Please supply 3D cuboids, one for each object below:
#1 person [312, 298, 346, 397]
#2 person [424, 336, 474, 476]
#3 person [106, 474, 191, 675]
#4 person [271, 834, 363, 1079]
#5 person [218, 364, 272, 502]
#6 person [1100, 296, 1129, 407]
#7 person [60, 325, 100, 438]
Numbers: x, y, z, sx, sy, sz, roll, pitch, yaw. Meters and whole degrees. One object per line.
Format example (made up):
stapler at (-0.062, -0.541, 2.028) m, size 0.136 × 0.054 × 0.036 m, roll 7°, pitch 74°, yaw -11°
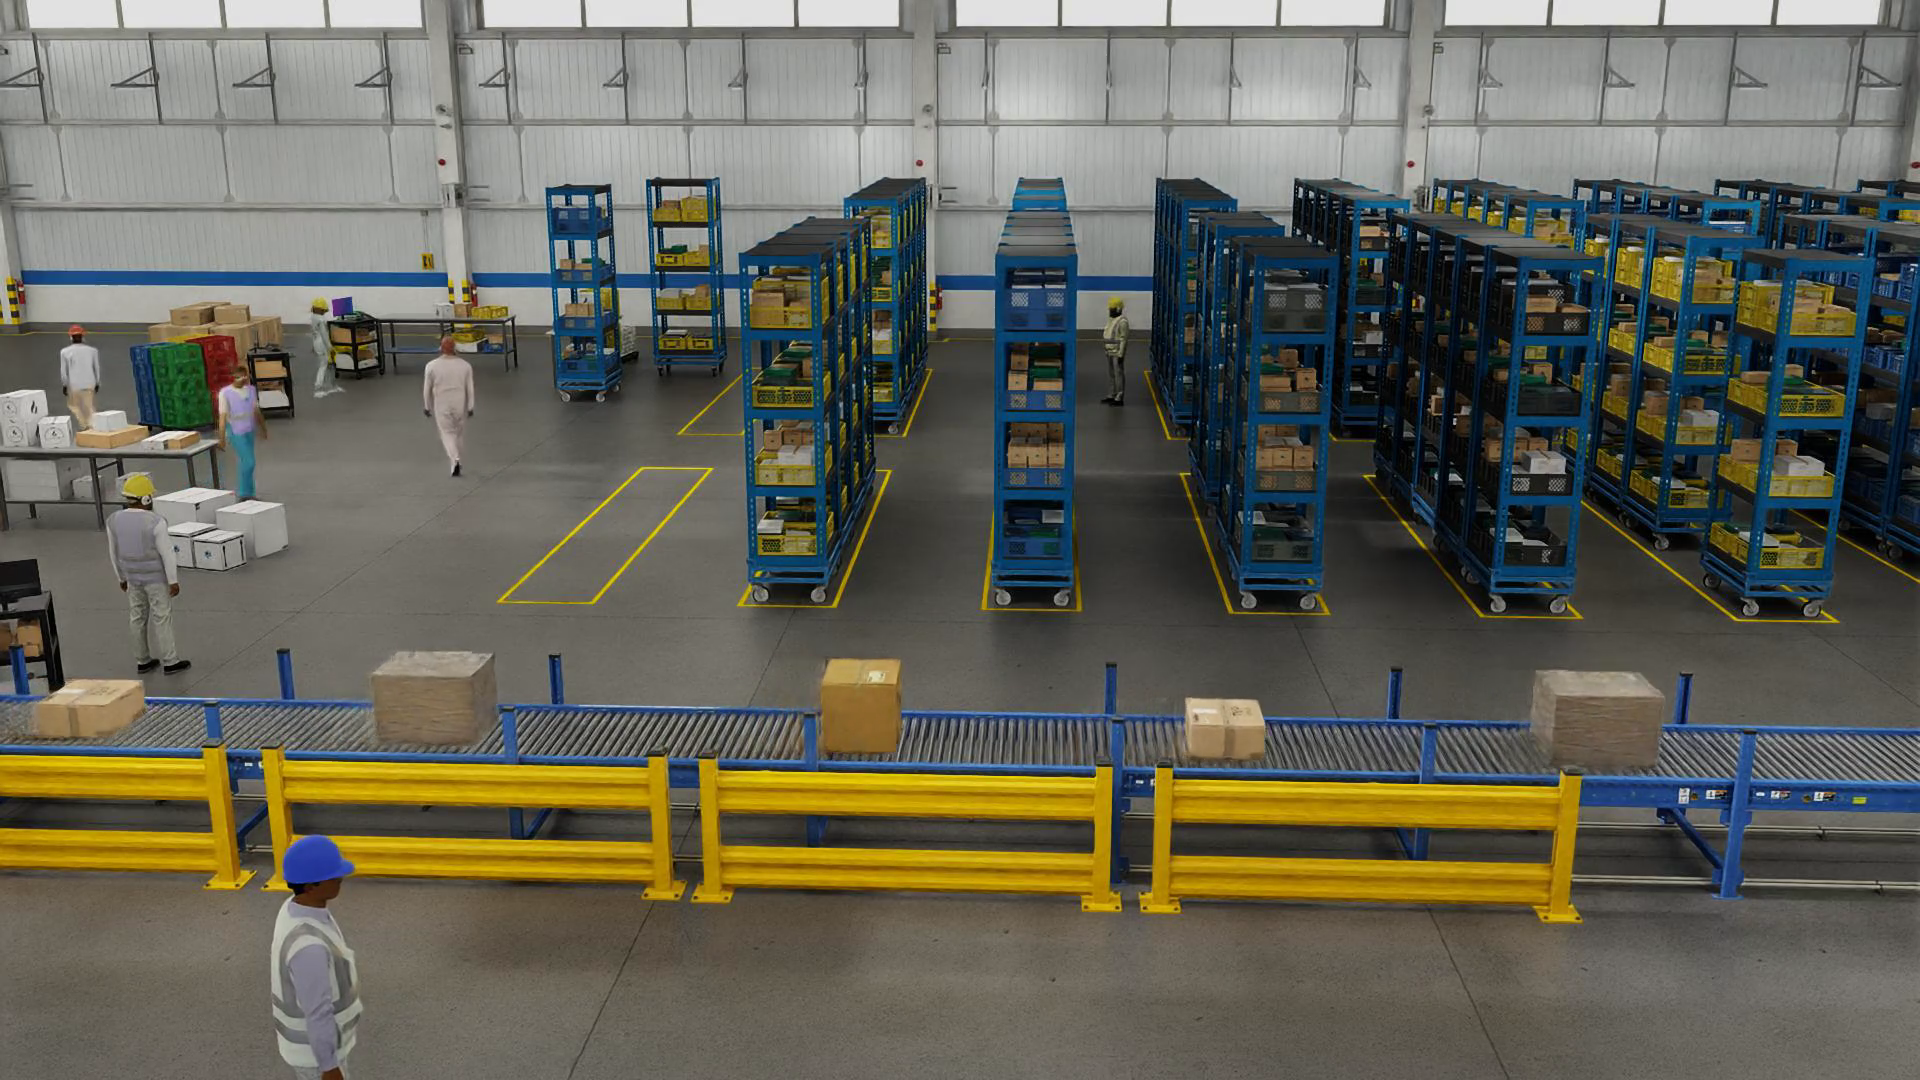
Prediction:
person at (-10.967, -3.332, 28.725) m, size 0.609 × 1.702 × 0.546 m, roll -10°, pitch 18°, yaw -34°
person at (-6.996, -1.847, 22.850) m, size 0.647 × 1.883 × 0.868 m, roll -9°, pitch 18°, yaw -30°
person at (-7.269, 0.313, 14.902) m, size 0.602 × 1.830 × 0.404 m, roll 3°, pitch 15°, yaw 11°
person at (-2.878, 2.242, 7.524) m, size 0.404 × 1.948 × 0.605 m, roll -7°, pitch 17°, yaw -25°
person at (-9.018, -1.330, 21.021) m, size 0.587 × 1.813 × 0.713 m, roll 5°, pitch 16°, yaw 18°
person at (2.584, -3.149, 27.746) m, size 0.403 × 1.837 × 0.591 m, roll -5°, pitch 16°, yaw -18°
person at (-13.251, -2.373, 25.058) m, size 0.421 × 1.728 × 0.577 m, roll 11°, pitch 19°, yaw 36°
